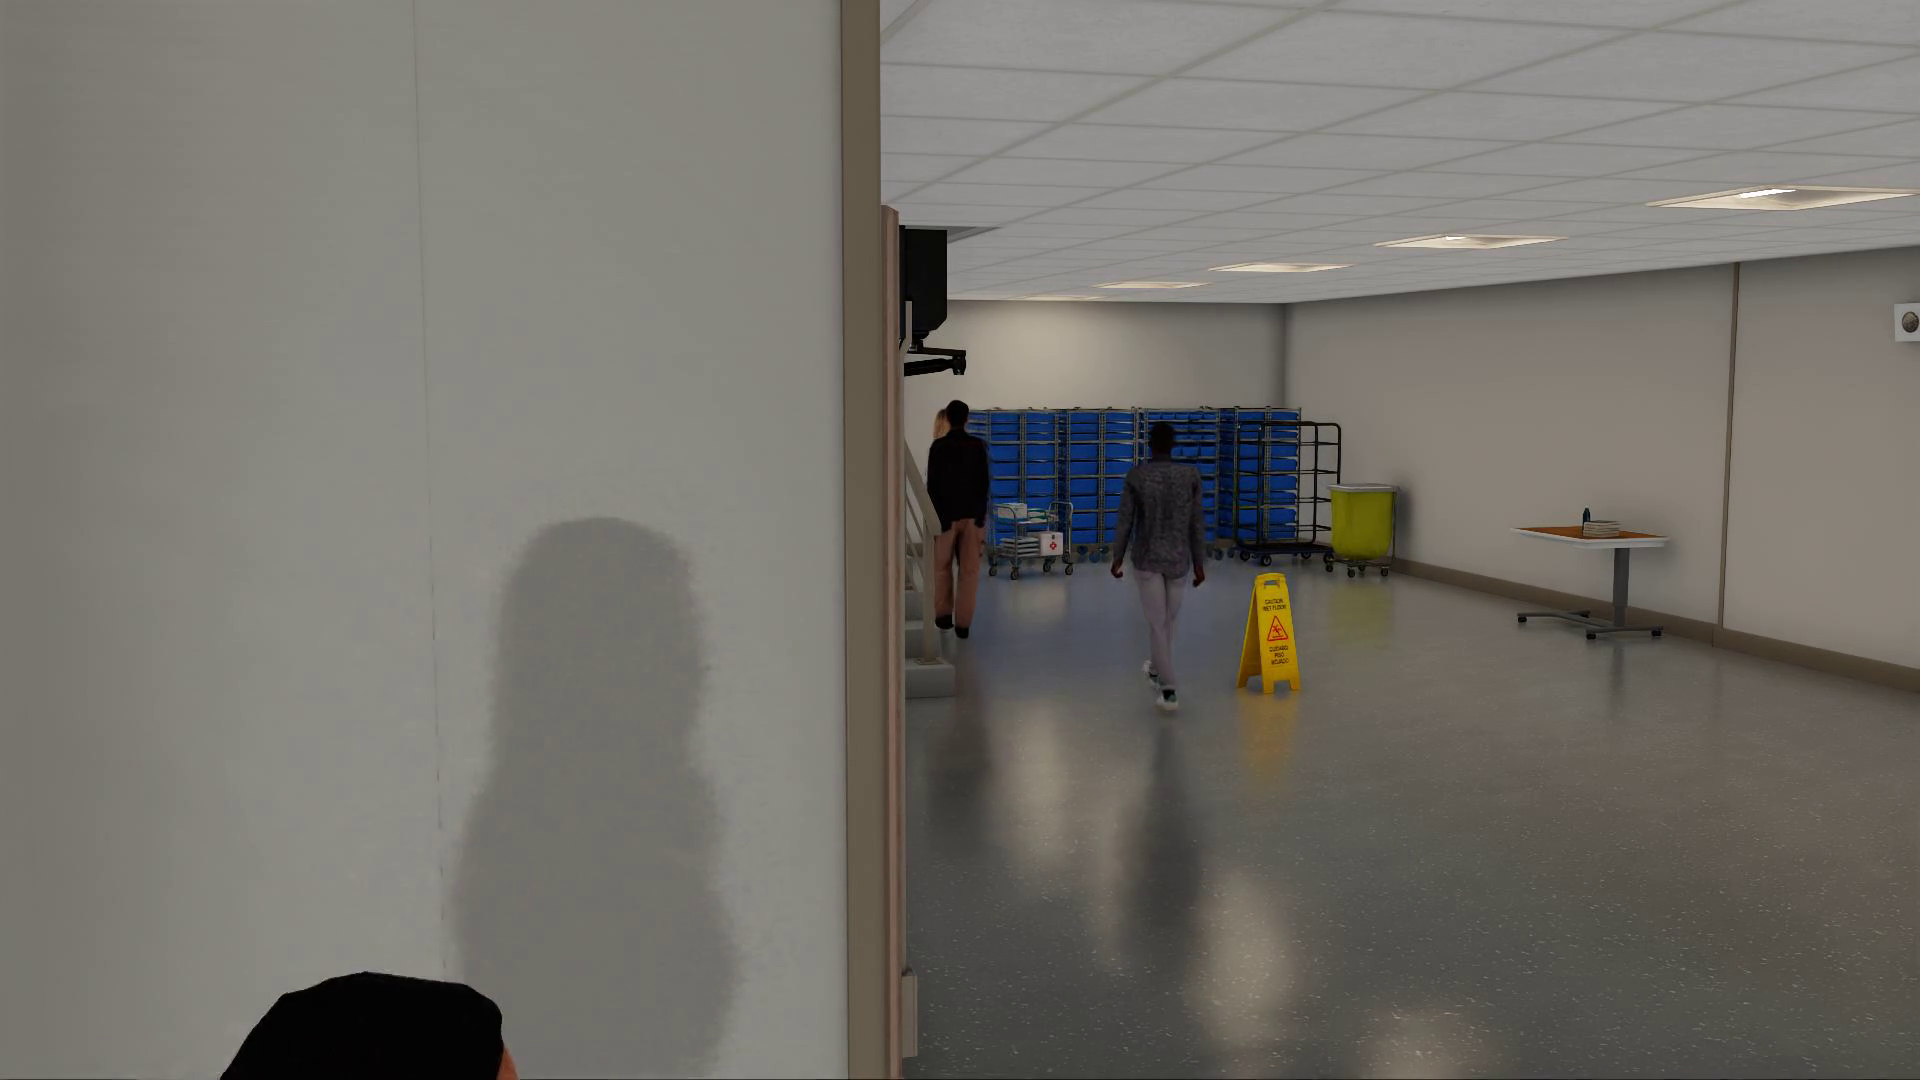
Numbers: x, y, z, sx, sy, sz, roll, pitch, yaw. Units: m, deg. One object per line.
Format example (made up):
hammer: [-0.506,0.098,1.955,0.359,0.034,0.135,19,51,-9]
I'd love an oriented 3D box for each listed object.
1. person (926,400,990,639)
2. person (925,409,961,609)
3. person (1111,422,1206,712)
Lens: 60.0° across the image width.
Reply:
person: [0.006,-0.156,13.404,0.750,1.905,0.852,-1,6,-7]
person: [-0.059,-0.231,14.660,0.645,1.803,1.051,-1,6,-12]
person: [1.291,0.189,10.512,0.791,1.797,1.158,-1,6,-9]
